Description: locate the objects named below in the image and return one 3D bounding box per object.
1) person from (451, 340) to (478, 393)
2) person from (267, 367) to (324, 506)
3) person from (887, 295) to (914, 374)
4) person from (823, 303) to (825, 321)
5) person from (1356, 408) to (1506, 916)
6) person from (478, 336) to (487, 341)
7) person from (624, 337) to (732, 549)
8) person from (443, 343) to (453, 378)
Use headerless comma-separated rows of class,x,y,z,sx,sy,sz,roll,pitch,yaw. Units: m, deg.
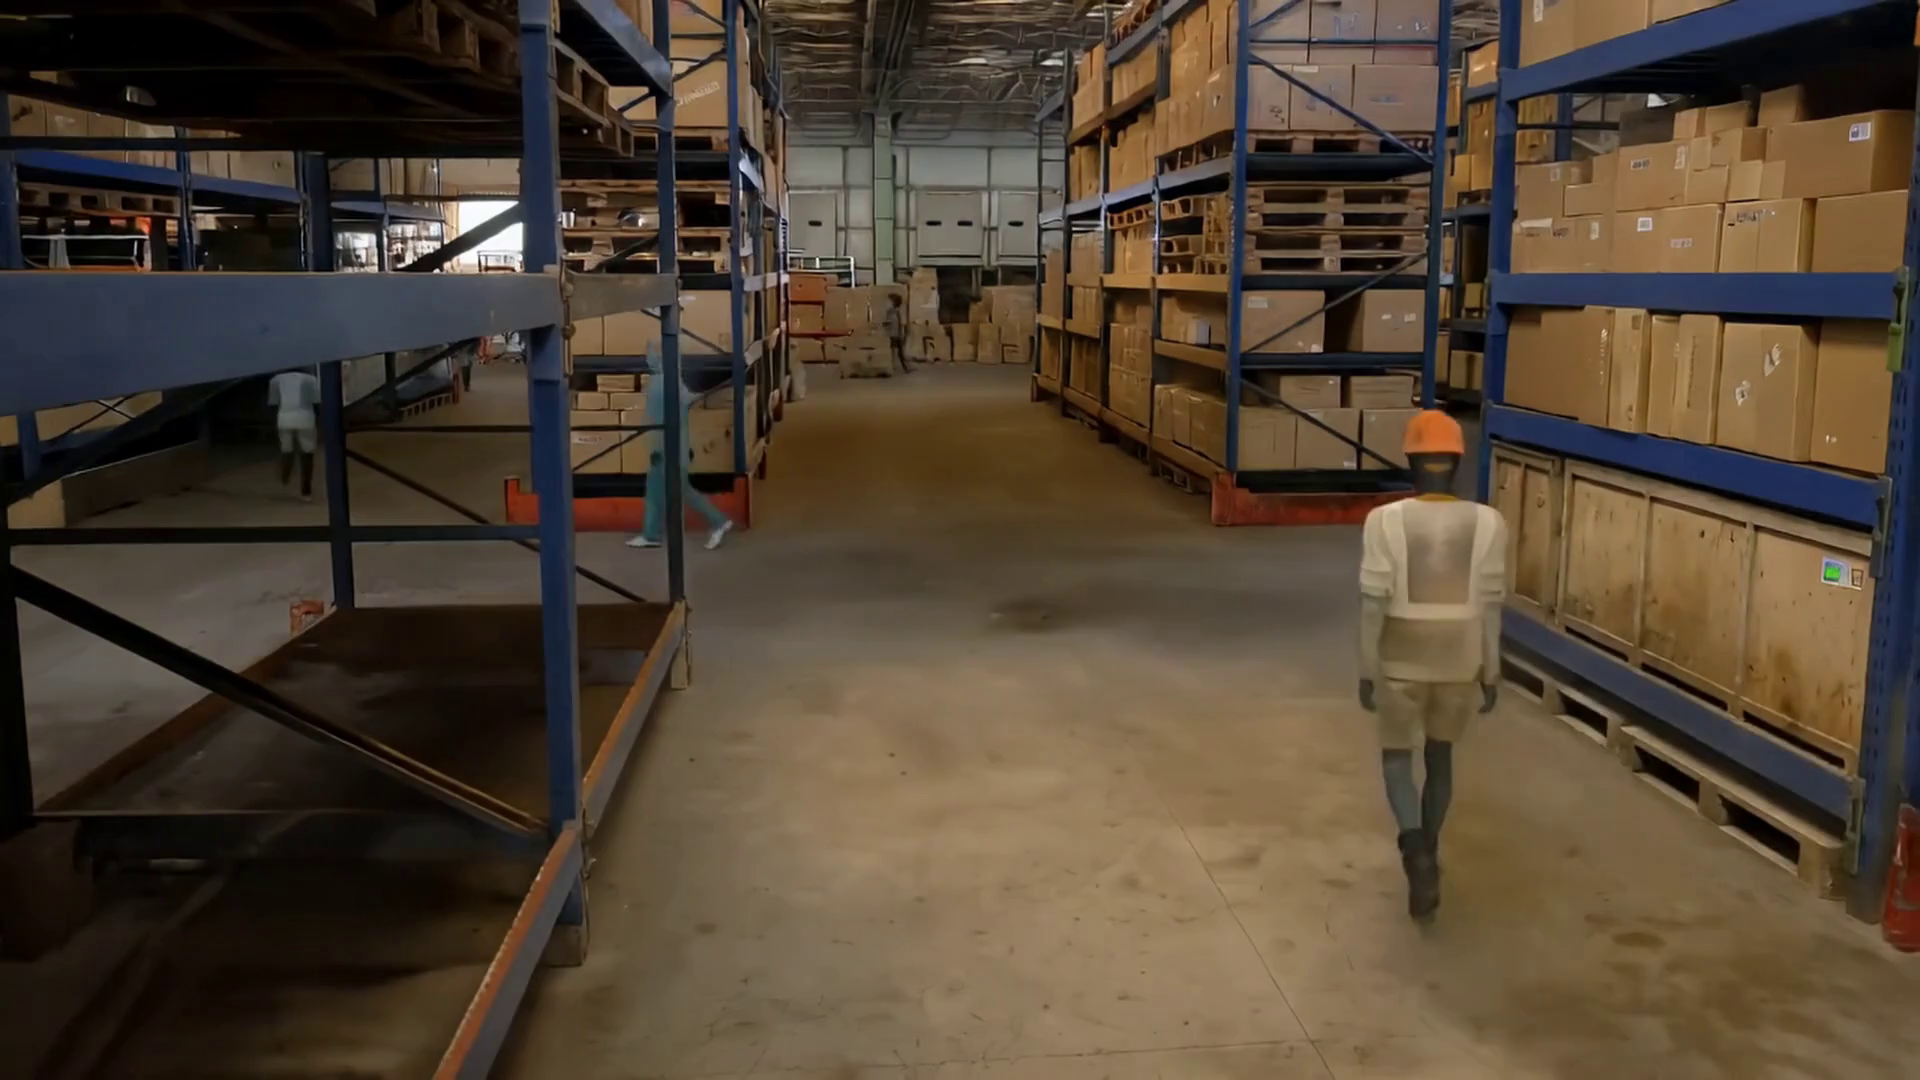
person,-10.177,-3.840,34.105,0.535,1.640,0.892,-7,11,-36
person,-6.912,-1.186,17.330,0.531,1.687,0.374,0,9,-1
person,-1.455,-4.976,40.351,0.885,1.920,0.652,3,9,16
person,-4.244,-6.518,50.442,0.678,1.806,0.412,3,10,20
person,1.774,0.466,6.270,0.542,1.909,0.757,1,9,4
person,-17.464,-8.104,60.715,0.535,1.700,0.318,1,9,5
person,-2.492,-0.847,14.618,0.923,1.871,0.654,0,9,-1
person,-12.003,-4.681,38.471,0.545,1.939,0.373,9,13,44
